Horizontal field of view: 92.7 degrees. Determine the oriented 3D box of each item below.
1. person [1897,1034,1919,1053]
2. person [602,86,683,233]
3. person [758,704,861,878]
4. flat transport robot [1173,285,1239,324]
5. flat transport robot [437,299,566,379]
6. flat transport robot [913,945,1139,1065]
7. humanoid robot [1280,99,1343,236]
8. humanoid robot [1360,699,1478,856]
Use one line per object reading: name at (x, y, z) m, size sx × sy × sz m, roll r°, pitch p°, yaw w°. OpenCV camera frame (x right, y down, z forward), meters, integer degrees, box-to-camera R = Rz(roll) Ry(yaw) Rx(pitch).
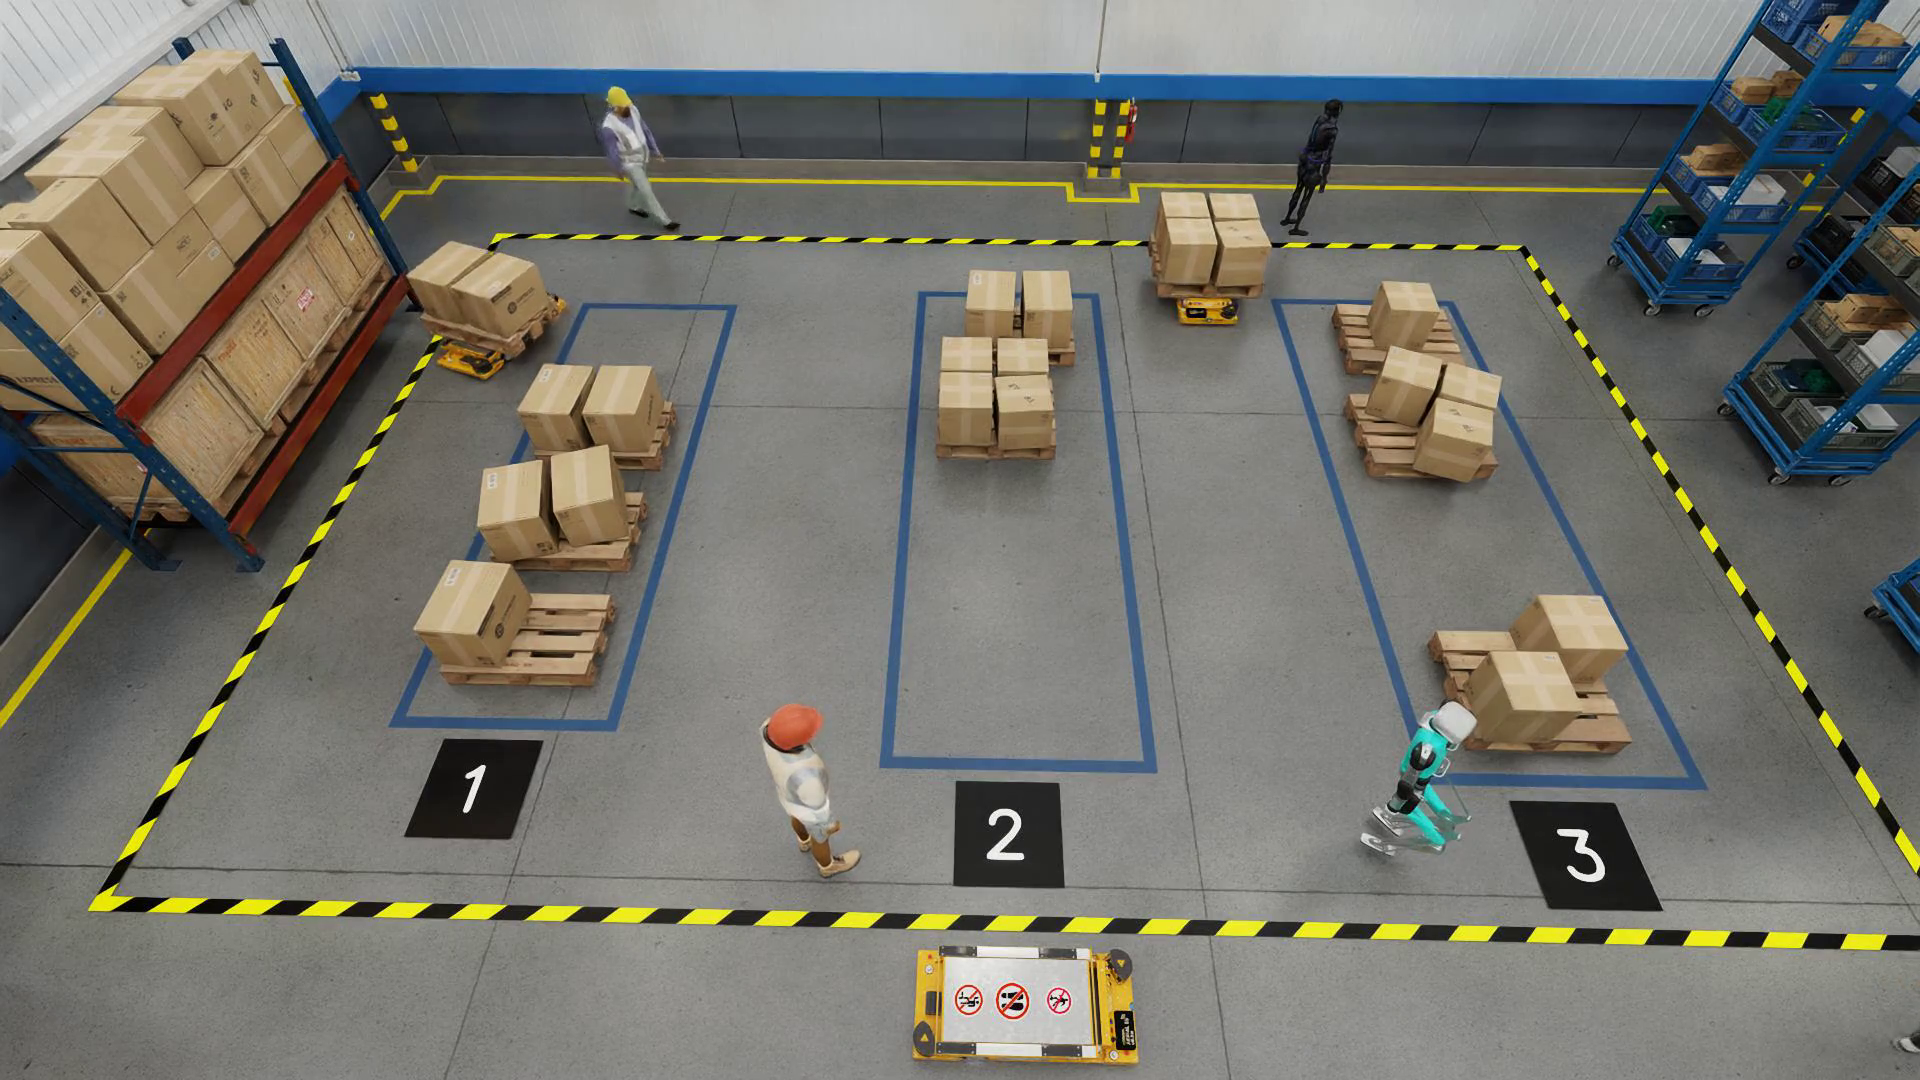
person at (6.536, 2.727, 5.271) m, size 0.989 × 1.796 × 0.614 m, roll 0°, pitch 51°, yaw 0°
person at (-4.001, -4.727, 11.360) m, size 0.934 × 1.782 × 0.601 m, roll 18°, pitch 53°, yaw 14°
person at (-0.990, 1.644, 6.002) m, size 0.383 × 2.045 × 0.604 m, roll -30°, pitch 57°, yaw -22°
flat transport robot at (2.894, -3.115, 11.007) m, size 0.652 × 0.197 × 1.431 m, roll 1°, pitch 51°, yaw 1°
flat transport robot at (-5.220, -2.408, 10.431) m, size 0.652 × 0.197 × 1.431 m, roll 16°, pitch 53°, yaw 13°
flat transport robot at (0.422, 3.041, 6.007) m, size 1.431 × 0.231 × 0.659 m, roll 1°, pitch 51°, yaw 1°
humanoid robot at (4.365, -4.614, 11.330) m, size 0.315 × 1.655 × 0.599 m, roll -7°, pitch 51°, yaw -6°
humanoid robot at (3.166, 1.697, 6.068) m, size 0.735 × 1.677 × 0.533 m, roll 34°, pitch 58°, yaw 25°
